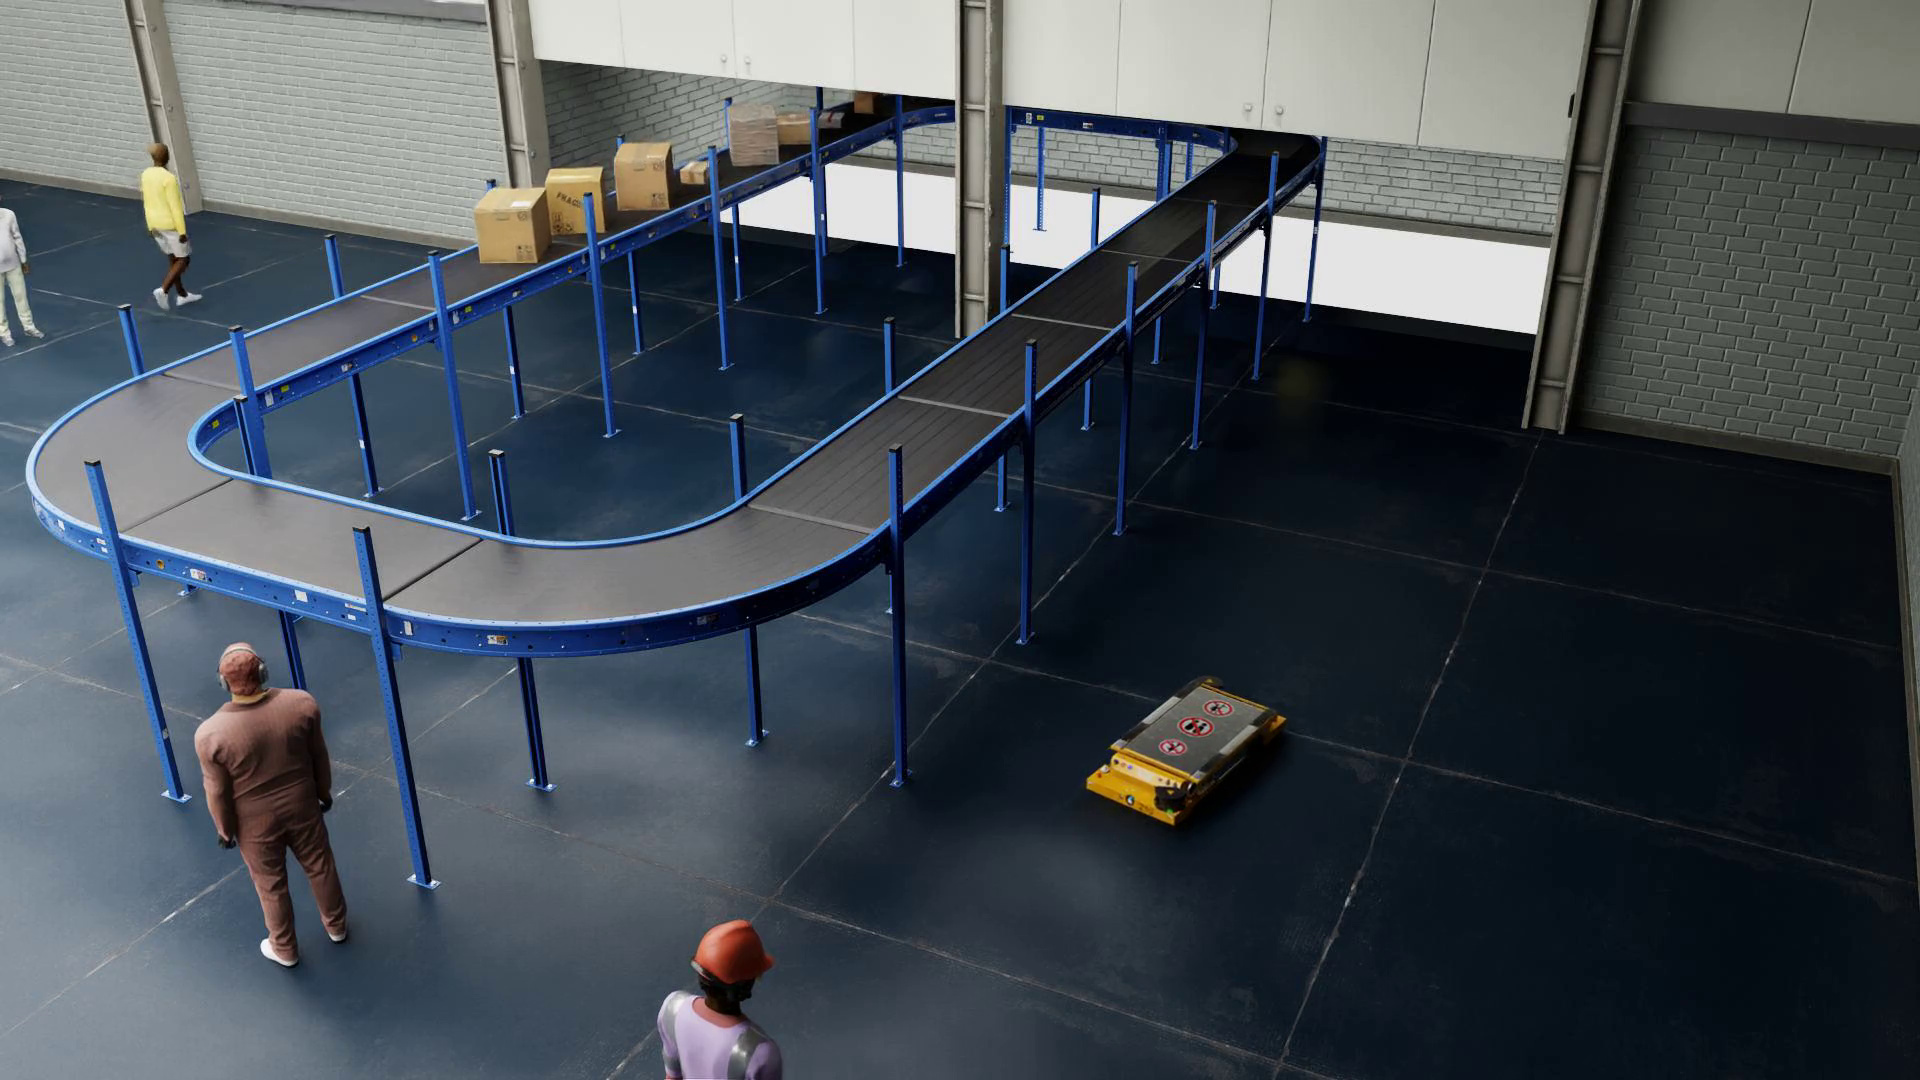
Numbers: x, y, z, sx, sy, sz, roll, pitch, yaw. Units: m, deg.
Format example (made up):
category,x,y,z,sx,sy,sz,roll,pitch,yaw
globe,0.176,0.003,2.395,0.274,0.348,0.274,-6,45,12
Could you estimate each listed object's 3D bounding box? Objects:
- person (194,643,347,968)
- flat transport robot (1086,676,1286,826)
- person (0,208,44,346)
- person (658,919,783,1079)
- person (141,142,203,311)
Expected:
category,x,y,z,sx,sy,sz,roll,pitch,yaw
person,-3.643,1.406,8.811,0.642,1.902,0.403,-21,33,-36
flat transport robot,1.489,1.338,10.779,0.659,0.231,1.431,19,32,33
person,-10.228,-2.947,17.757,0.352,1.744,0.568,17,31,30
person,-0.884,2.385,6.690,0.604,2.033,0.388,17,31,31
person,-8.995,-3.510,18.738,0.568,1.882,0.664,12,29,23
